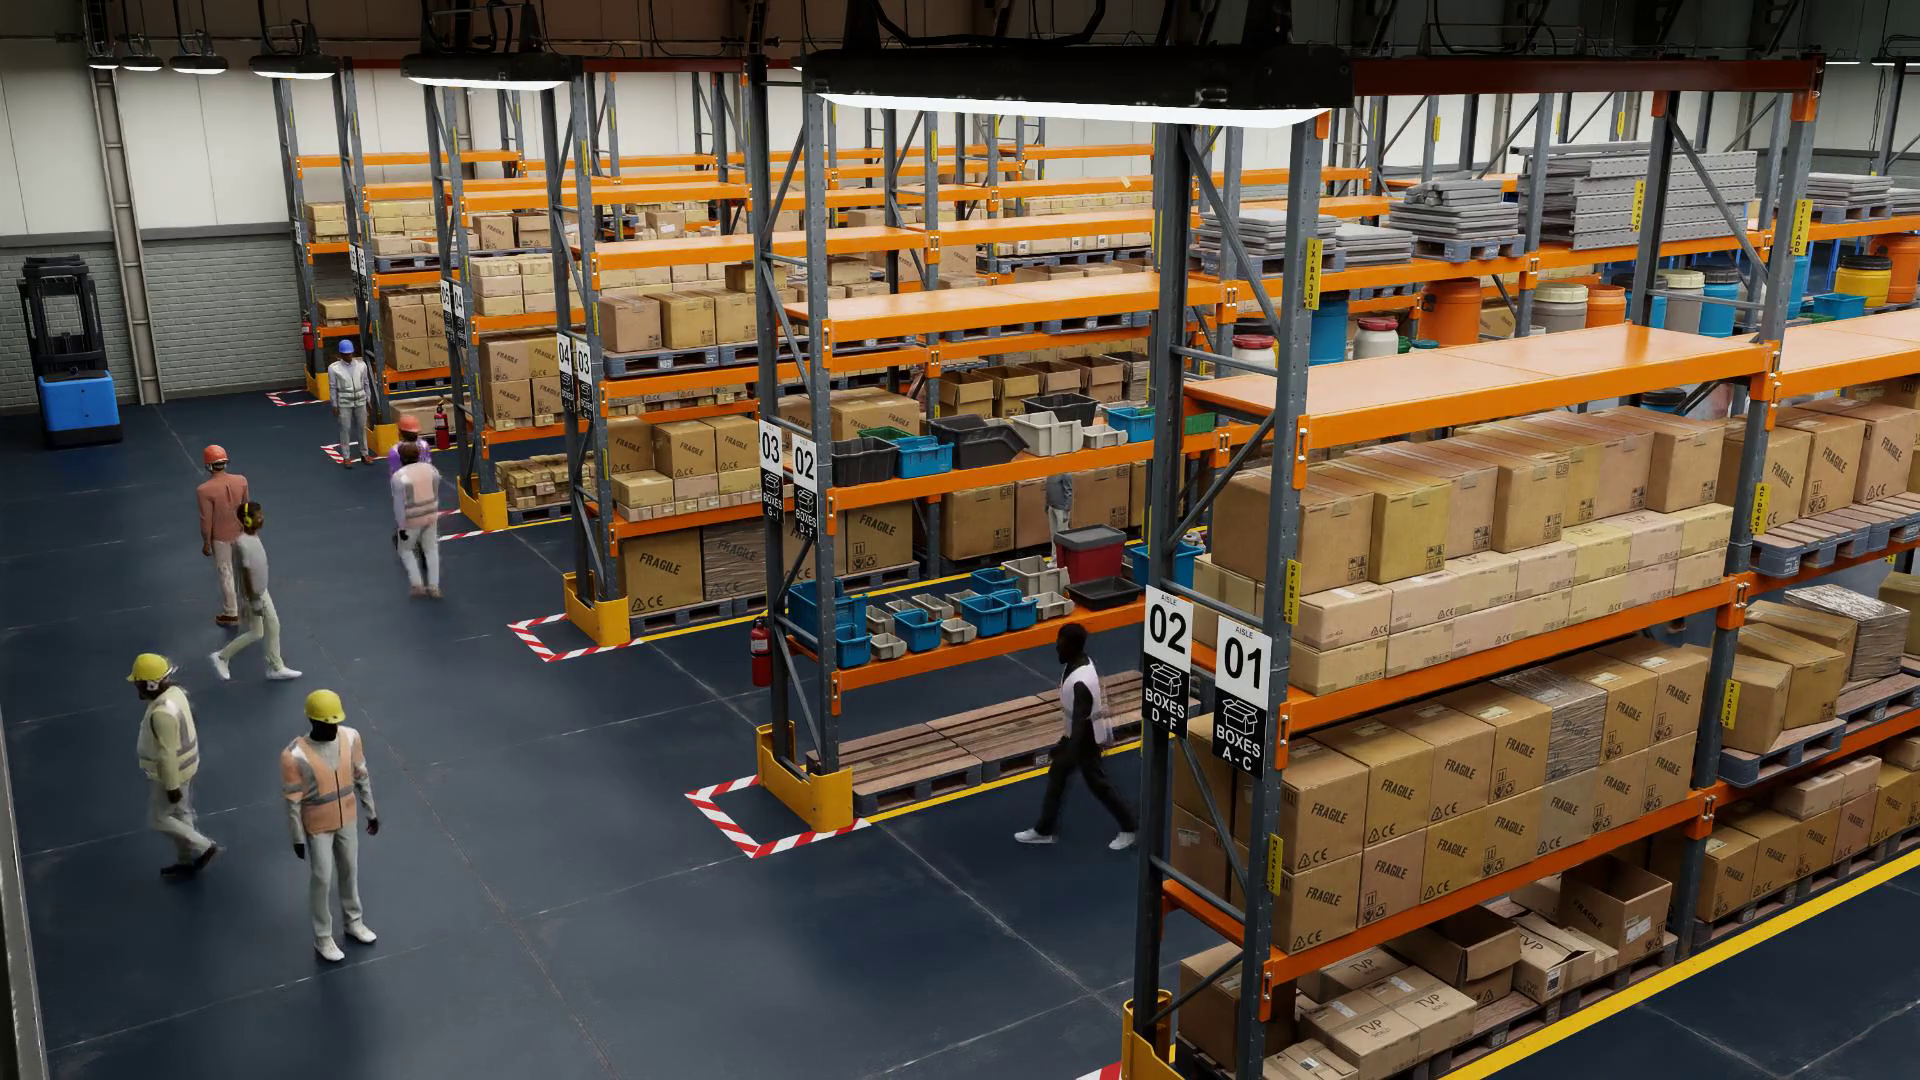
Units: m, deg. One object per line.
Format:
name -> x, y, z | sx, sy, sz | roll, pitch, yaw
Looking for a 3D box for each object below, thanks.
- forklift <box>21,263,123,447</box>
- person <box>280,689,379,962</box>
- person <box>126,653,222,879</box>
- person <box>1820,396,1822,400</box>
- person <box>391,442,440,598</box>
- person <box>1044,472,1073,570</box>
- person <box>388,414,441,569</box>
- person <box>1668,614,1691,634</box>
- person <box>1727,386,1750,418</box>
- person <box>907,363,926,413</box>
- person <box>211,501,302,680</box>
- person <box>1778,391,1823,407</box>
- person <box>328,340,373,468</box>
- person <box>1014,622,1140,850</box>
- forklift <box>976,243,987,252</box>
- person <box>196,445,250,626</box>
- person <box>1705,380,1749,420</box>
forklift -> -14.518, -3.079, 25.708 | 1.129, 2.768, 1.873 | -10, 20, -31
person -> -4.317, 1.923, 10.863 | 0.388, 1.918, 0.600 | 11, 20, 33
person -> -5.897, 1.698, 11.768 | 0.422, 1.813, 0.612 | -6, 18, -18
person -> 15.057, -3.241, 27.757 | 0.371, 1.941, 0.627 | -15, 23, -41
person -> -6.233, -0.229, 18.073 | 0.537, 1.823, 0.640 | 12, 21, 35
person -> 1.167, -0.379, 18.885 | 0.283, 1.634, 0.498 | -8, 19, -25
person -> -6.699, -0.617, 19.204 | 0.829, 1.917, 0.537 | 10, 19, 29
person -> 8.016, 0.004, 17.104 | 1.012, 1.941, 0.662 | -14, 22, -39
person -> 11.081, -1.509, 22.492 | 0.321, 1.693, 0.530 | -1, 17, -2
person -> -0.601, -1.686, 22.725 | 0.407, 1.902, 0.638 | 3, 17, 8
person -> -7.030, 0.524, 15.561 | 0.728, 1.852, 0.508 | -2, 17, -6
person -> 13.120, -2.221, 24.644 | 0.554, 1.805, 0.616 | -15, 23, -41
person -> -9.223, -2.079, 23.930 | 0.616, 1.945, 0.404 | -14, 22, -38
person -> 0.979, 1.524, 12.261 | 1.005, 1.874, 0.610 | -1, 17, -2
forklift -> 0.988, -5.474, 34.718 | 1.214, 2.155, 2.313 | -10, 20, -31
person -> -8.009, -0.063, 17.242 | 0.377, 1.995, 0.608 | 9, 19, 28
person -> 12.351, -2.451, 25.274 | 0.669, 1.867, 0.793 | 0, 17, 0
